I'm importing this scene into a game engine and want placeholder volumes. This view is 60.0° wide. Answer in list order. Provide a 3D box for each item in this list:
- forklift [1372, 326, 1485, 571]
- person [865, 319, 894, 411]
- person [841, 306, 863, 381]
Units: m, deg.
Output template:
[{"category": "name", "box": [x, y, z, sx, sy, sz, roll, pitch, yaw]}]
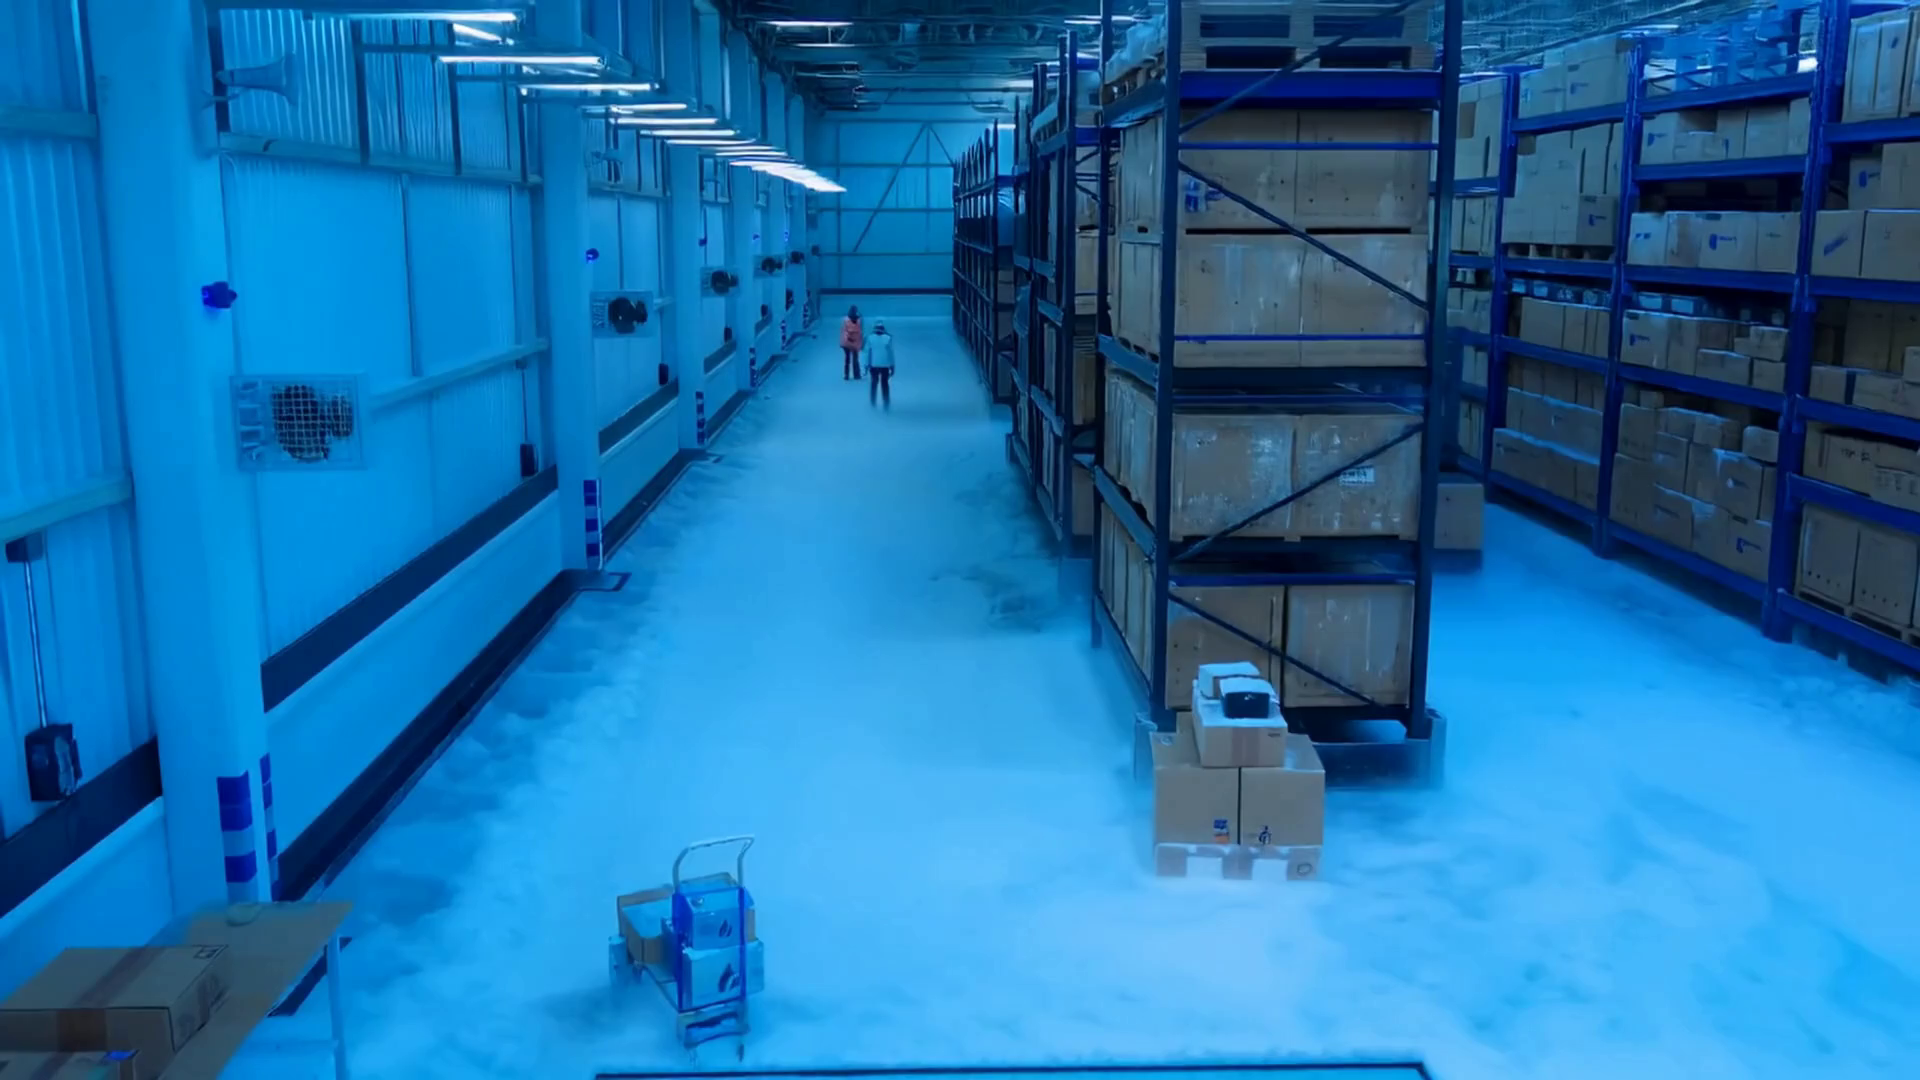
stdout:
[{"category": "forklift", "box": [5.477, -1.138, 19.769, 1.129, 2.768, 1.873, 0, 11, -2]}, {"category": "person", "box": [-1.716, -3.746, 35.682, 0.618, 1.986, 0.409, -2, 11, -12]}, {"category": "person", "box": [-2.763, -5.027, 42.546, 0.589, 1.911, 0.387, -8, 13, -35]}]
